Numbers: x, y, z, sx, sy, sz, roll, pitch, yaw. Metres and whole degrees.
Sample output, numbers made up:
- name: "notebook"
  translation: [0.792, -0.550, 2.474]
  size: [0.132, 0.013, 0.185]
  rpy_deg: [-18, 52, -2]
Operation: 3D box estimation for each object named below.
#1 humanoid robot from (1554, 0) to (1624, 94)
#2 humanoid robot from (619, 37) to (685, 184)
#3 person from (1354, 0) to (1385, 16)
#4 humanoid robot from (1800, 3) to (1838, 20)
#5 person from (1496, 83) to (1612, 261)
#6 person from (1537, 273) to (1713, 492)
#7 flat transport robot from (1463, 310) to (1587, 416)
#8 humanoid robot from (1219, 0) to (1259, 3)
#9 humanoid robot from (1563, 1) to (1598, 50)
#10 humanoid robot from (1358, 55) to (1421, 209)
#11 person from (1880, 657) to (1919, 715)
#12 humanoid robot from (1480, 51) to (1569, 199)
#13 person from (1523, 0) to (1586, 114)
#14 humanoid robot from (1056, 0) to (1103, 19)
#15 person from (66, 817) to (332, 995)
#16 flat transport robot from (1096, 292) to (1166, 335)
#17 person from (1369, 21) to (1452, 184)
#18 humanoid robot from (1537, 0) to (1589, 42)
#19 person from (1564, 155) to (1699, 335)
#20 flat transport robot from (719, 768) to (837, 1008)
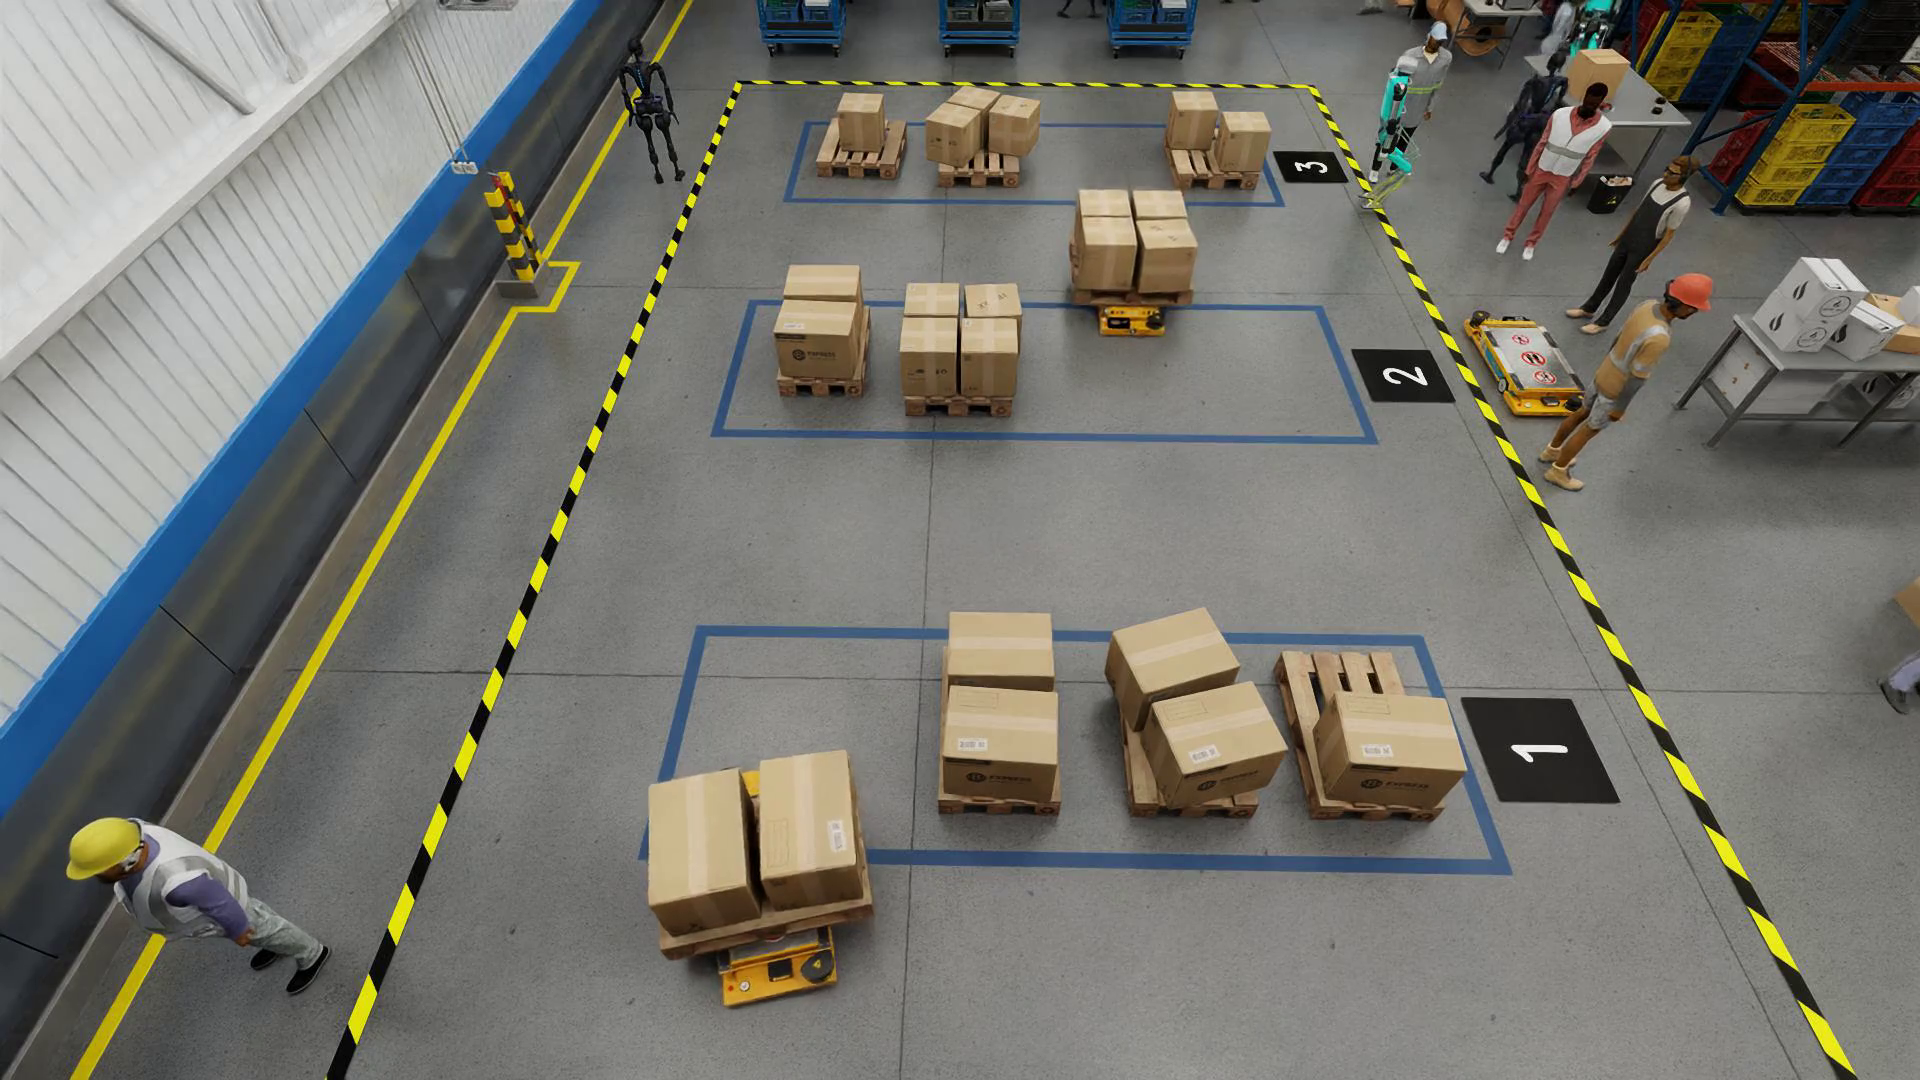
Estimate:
- name: "humanoid robot"
  translation: [8.528, -6.798, 12.445]
  size: [0.546, 1.759, 0.927]
  rpy_deg: [15, 51, 13]
- name: "humanoid robot"
  translation: [-3.737, -5.169, 11.066]
  size: [0.599, 1.657, 0.315]
  rpy_deg: [-7, 50, -6]
- name: "person"
  translation: [6.769, -9.383, 14.625]
  size: [0.699, 1.817, 0.607]
  rpy_deg: [-3, 49, -2]
- name: "humanoid robot"
  translation: [12.542, -7.552, 13.145]
  size: [1.036, 1.765, 0.541]
  rpy_deg: [2, 49, 2]
- name: "person"
  translation: [6.418, -3.961, 9.881]
  size: [0.580, 1.911, 0.392]
  rpy_deg: [28, 55, 22]
- name: "person"
  translation: [5.384, -1.274, 7.466]
  size: [0.393, 2.038, 0.609]
  rpy_deg: [14, 50, 11]
- name: "flat transport robot"
  translation: [5.573, -1.757, 9.054]
  size: [0.659, 0.231, 1.431]
  rpy_deg: [1, 49, 1]
- name: "humanoid robot"
  translation: [4.808, -9.665, 15.010]
  size: [0.788, 1.647, 0.599]
  rpy_deg: [-18, 51, -15]
- name: "humanoid robot"
  translation: [9.451, -8.166, 13.649]
  size: [0.699, 1.821, 0.549]
  rpy_deg: [24, 53, 19]
- name: "humanoid robot"
  translation: [5.049, -4.604, 10.458]
  size: [0.735, 1.677, 0.533]
  rpy_deg: [9, 50, 8]
- name: "person"
  translation: [6.837, 0.639, 5.994]
  size: [0.522, 1.754, 0.449]
  rpy_deg: [4, 49, 3]
- name: "humanoid robot"
  translation: [6.772, -4.924, 10.898]
  size: [0.608, 1.634, 0.778]
  rpy_deg: [-3, 49, -2]
- name: "person"
  translation: [7.939, -6.524, 12.215]
  size: [0.406, 1.727, 0.505]
  rpy_deg: [18, 52, 15]
- name: "humanoid robot"
  translation: [1.982, -9.178, 14.574]
  size: [0.768, 1.630, 0.603]
  rpy_deg: [14, 51, 12]
- name: "person"
  translation: [-3.977, 1.926, 4.829]
  size: [0.587, 1.837, 0.404]
  rpy_deg: [22, 53, 18]
- name: "flat transport robot"
  translation: [1.794, -2.713, 9.863]
  size: [0.652, 0.197, 1.431]
  rpy_deg: [1, 49, 1]
- name: "person"
  translation: [5.412, -5.215, 11.000]
  size: [0.588, 1.852, 0.374]
  rpy_deg: [-1, 49, -1]
- name: "humanoid robot"
  translation: [9.197, -8.178, 13.712]
  size: [0.607, 1.646, 0.577]
  rpy_deg: [-23, 53, -19]
- name: "person"
  translation: [6.609, -2.867, 8.972]
  size: [0.331, 1.844, 0.516]
  rpy_deg: [-4, 49, -4]
- name: "flat transport robot"
  translation: [-1.190, 2.067, 5.726]
  size: [0.652, 0.197, 1.431]
  rpy_deg: [-10, 50, -8]
